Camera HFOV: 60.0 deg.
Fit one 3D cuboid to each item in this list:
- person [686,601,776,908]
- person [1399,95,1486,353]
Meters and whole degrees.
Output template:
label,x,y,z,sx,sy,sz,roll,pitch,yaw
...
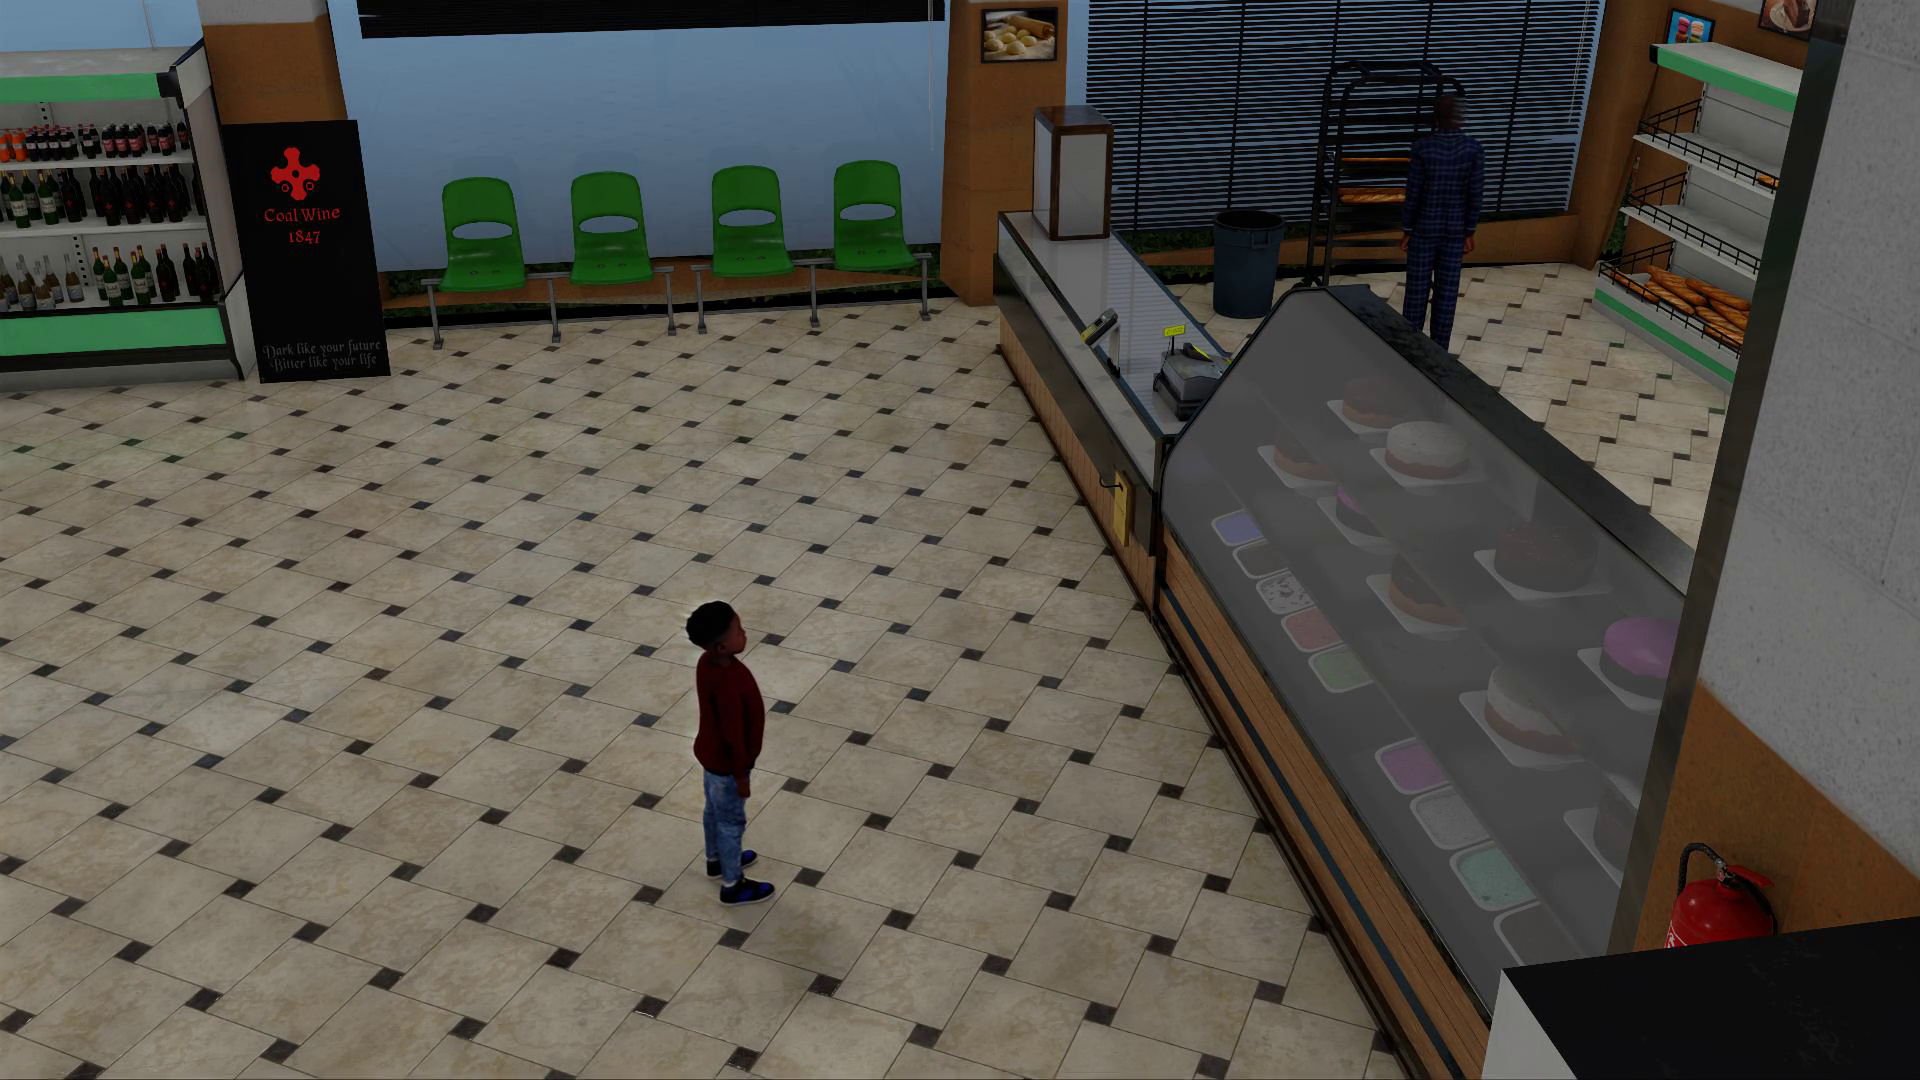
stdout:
label,x,y,z,sx,sy,sz,roll,pitch,yaw
person,-0.881,0.793,6.194,0.521,1.255,0.521,-9,28,-17
person,3.236,-2.100,11.269,0.676,1.824,0.814,5,27,10
